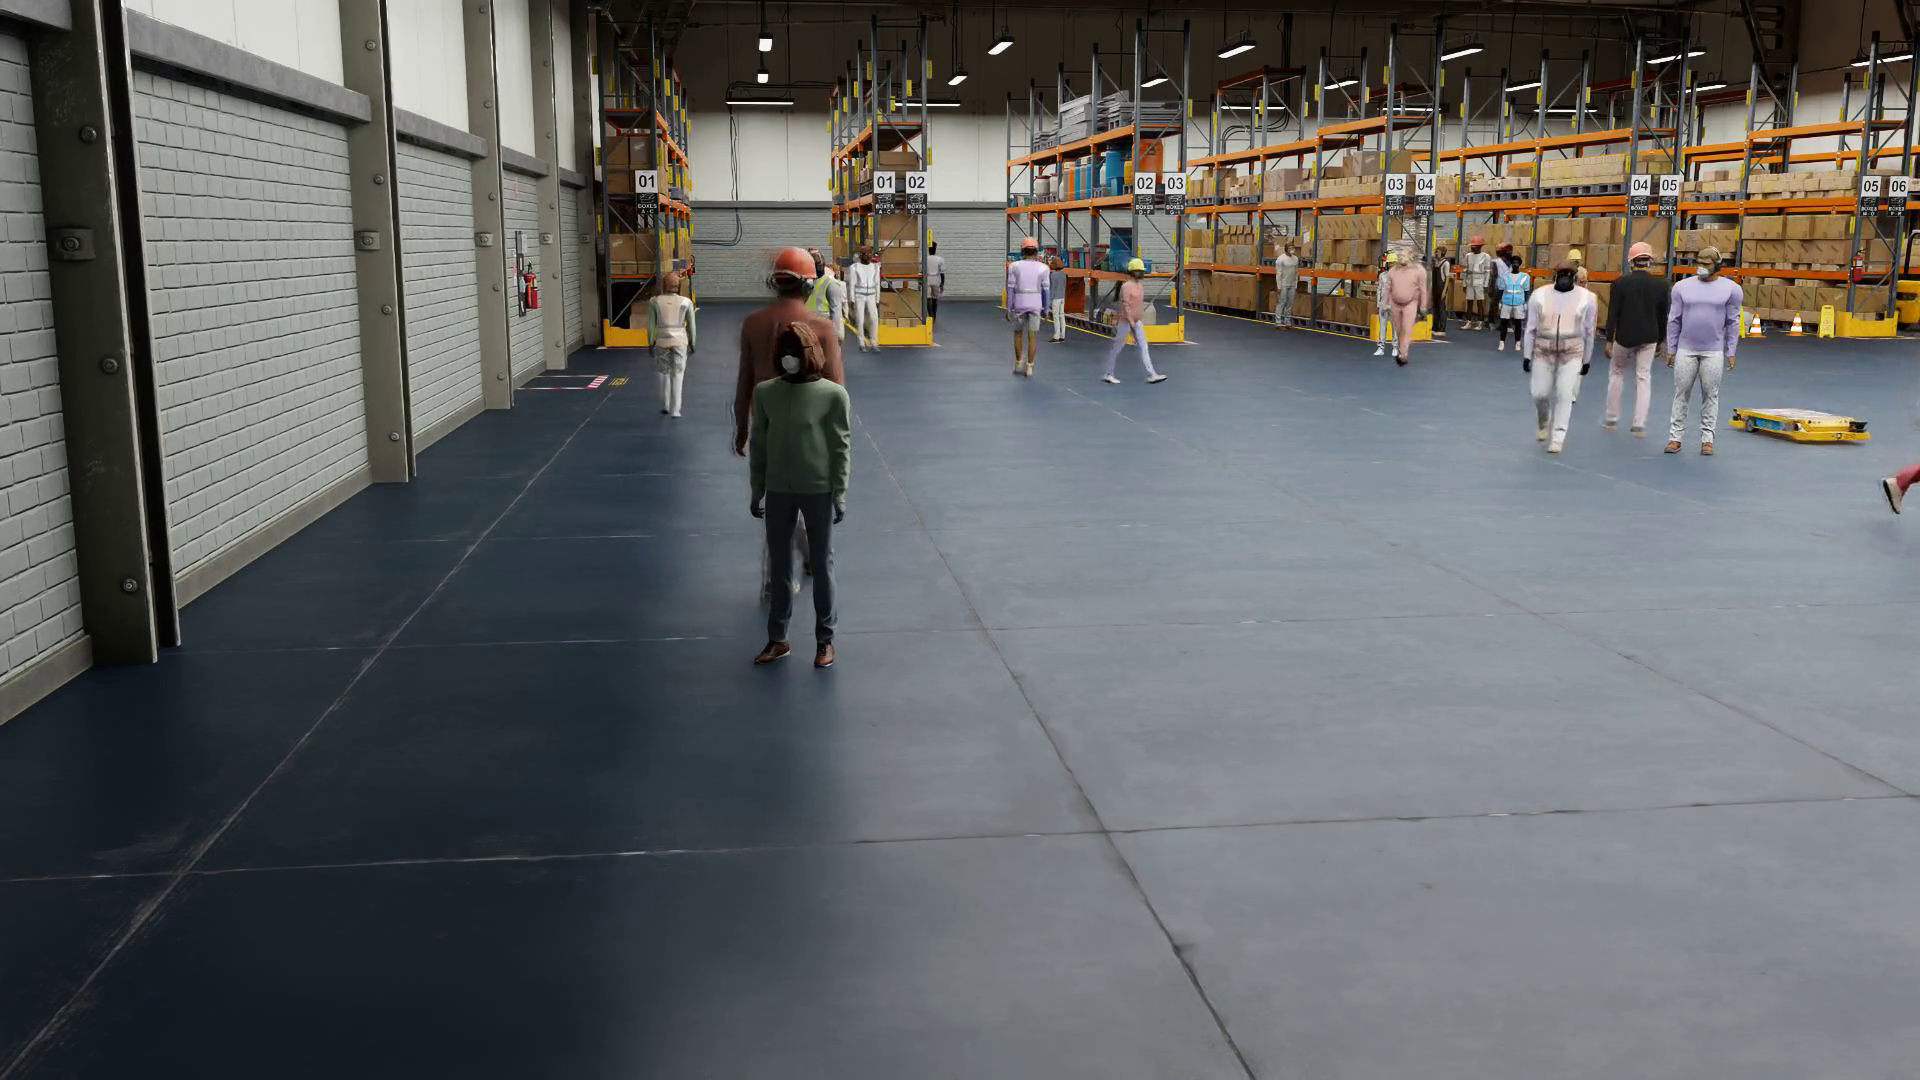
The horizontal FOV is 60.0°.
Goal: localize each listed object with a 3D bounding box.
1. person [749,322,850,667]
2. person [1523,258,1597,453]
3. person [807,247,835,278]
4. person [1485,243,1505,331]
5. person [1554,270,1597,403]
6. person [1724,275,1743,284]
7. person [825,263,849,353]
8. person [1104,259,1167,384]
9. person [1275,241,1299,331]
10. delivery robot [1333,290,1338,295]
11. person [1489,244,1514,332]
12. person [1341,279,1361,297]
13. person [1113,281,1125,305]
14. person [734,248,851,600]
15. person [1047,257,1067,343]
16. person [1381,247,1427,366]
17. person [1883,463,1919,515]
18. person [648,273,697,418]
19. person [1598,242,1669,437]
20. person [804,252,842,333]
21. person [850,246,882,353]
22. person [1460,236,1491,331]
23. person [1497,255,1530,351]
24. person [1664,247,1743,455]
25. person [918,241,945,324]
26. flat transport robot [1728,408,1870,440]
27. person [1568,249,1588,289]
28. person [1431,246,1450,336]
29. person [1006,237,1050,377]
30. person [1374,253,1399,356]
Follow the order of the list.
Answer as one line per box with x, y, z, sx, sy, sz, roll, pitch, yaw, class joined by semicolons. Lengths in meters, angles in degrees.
-0.762;-0.212;7.873;0.497;1.633;0.285;3;11;14;person
5.677;-1.748;15.760;0.638;1.827;0.535;5;11;24;person
-2.108;-3.337;24.335;0.679;1.868;0.903;-3;11;-16;person
11.687;-5.476;36.063;0.559;1.881;1.016;1;10;3;person
7.547;-2.508;20.475;0.552;1.616;0.573;2;11;12;person
20.904;-7.107;44.908;0.580;1.918;0.405;-2;10;-9;person
-1.977;-3.452;25.657;0.533;1.619;0.378;-2;11;-12;person
2.386;-2.997;22.897;0.922;1.720;0.520;8;13;39;person
7.080;-5.491;36.019;0.625;1.931;0.375;-8;13;-36;person
11.530;-7.364;49.781;0.707;0.478;0.477;7;12;34;delivery robot
11.700;-5.434;35.869;0.609;1.888;0.922;-2;10;-8;person
10.408;-6.837;44.218;0.528;1.622;0.547;0;10;1;person
4.900;-7.992;49.587;0.714;1.964;0.629;1;10;5;person
-0.888;-0.680;9.541;0.657;1.952;0.978;5;12;27;person
1.865;-4.602;31.938;0.285;1.633;0.500;7;12;33;person
6.955;-3.663;26.190;0.659;1.849;1.017;7;13;35;person
6.819;-0.934;11.498;0.625;1.753;0.520;8;13;38;person
-3.239;-2.199;18.790;0.540;1.614;0.628;-1;10;-4;person
6.943;-2.075;17.172;0.664;1.957;0.878;1;10;3;person
-1.664;-2.418;19.399;0.624;1.845;0.430;10;14;42;person
-1.632;-4.176;28.963;0.600;1.855;0.776;-4;11;-20;person
11.135;-5.534;35.931;0.395;2.040;0.609;-9;14;-40;person
9.822;-4.194;29.534;0.532;1.696;0.319;4;11;20;person
6.919;-1.758;15.525;0.627;1.935;0.371;6;12;29;person
-0.650;-5.942;38.460;0.612;1.942;0.858;-2;10;-10;person
8.549;-1.192;16.984;0.652;0.197;1.431;-1;10;-5;flat transport robot
10.702;-4.160;29.042;0.592;1.802;0.771;0;10;2;person
9.828;-5.105;34.118;0.345;1.846;0.506;-3;11;-15;person
0.979;-3.404;24.309;0.650;2.014;0.869;-1;10;-3;person
7.364;-4.025;28.476;0.485;1.744;0.294;6;12;31;person
